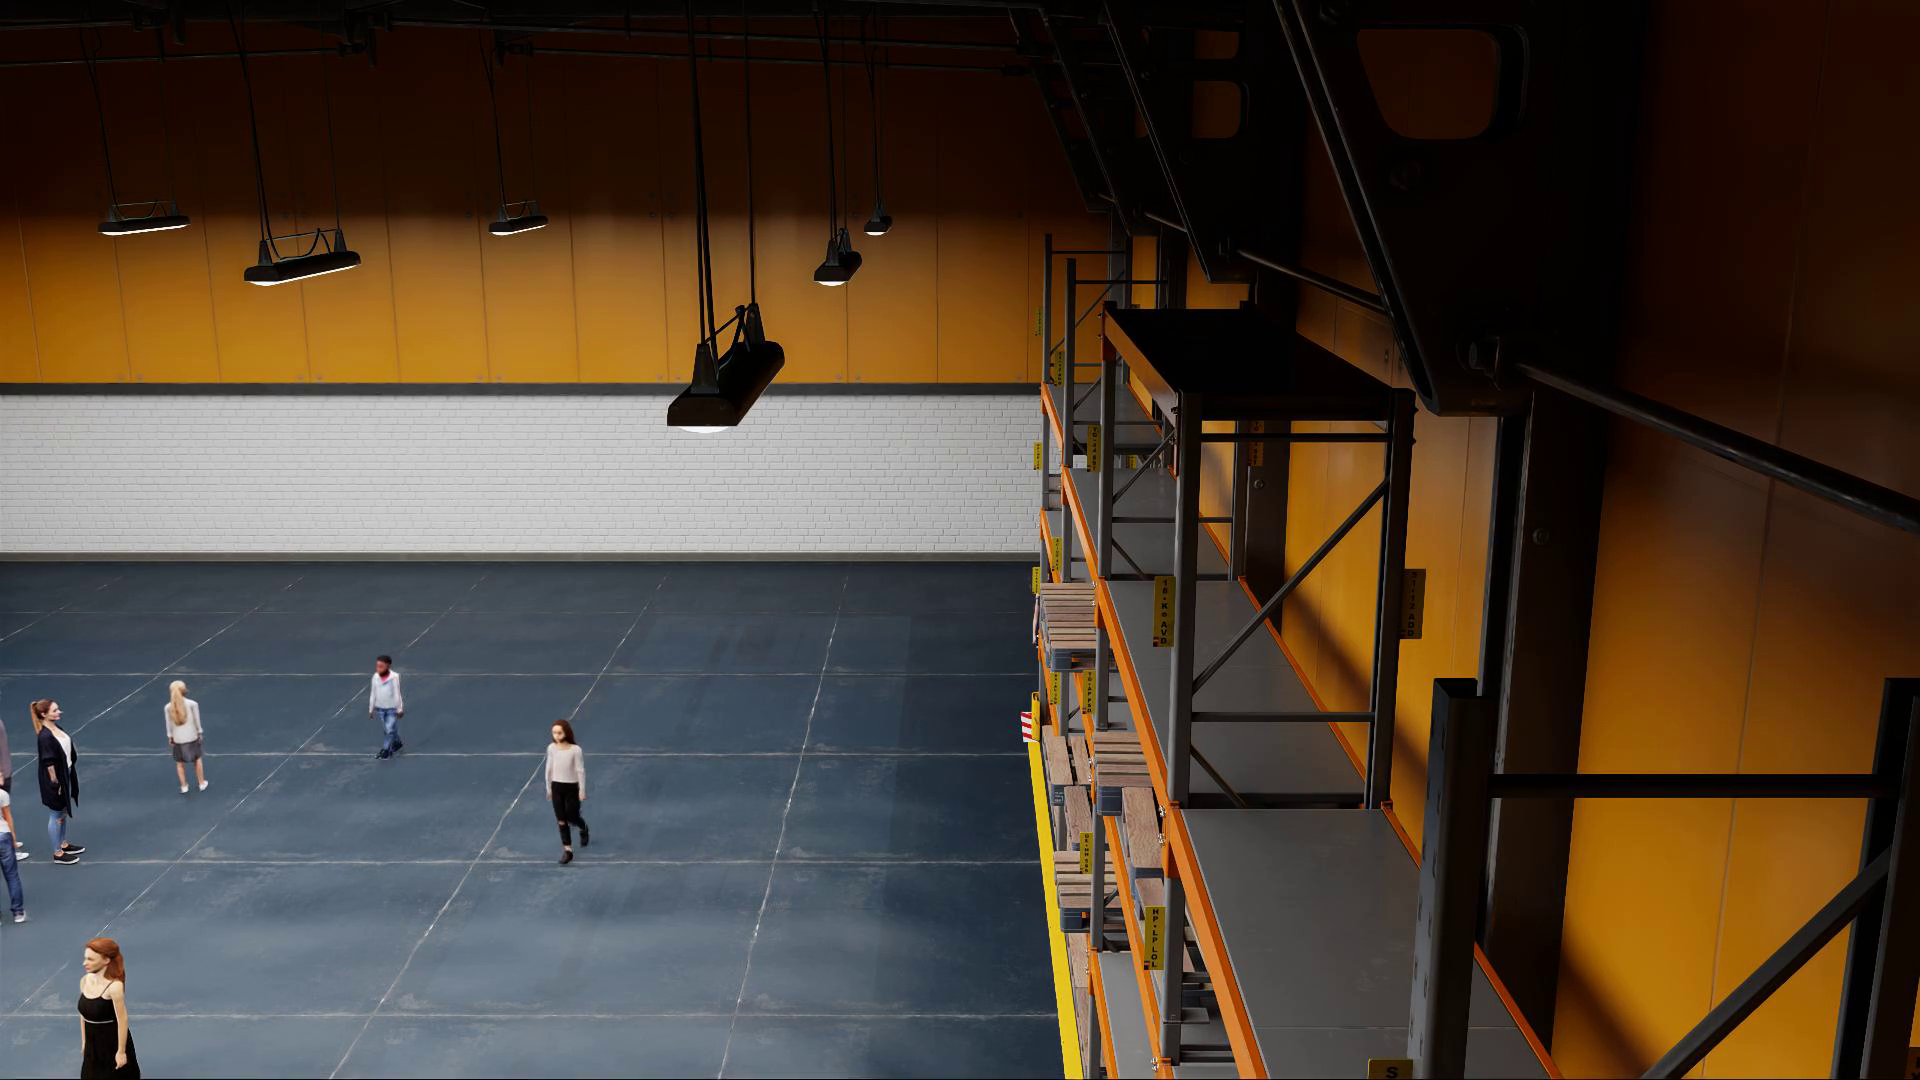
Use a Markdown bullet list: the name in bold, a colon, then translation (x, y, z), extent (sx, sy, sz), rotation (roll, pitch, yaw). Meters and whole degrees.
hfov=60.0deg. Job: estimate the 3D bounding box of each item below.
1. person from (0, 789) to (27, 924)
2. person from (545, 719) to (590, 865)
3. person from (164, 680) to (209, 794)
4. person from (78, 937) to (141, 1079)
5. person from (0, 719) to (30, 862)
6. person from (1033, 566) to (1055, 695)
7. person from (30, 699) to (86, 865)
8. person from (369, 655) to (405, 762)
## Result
- **person**: translation (-8.856, 2.767, 15.239), extent (0.608, 1.563, 0.634), rotation (-6, 15, -23)
- **person**: translation (-3.914, 2.475, 16.632), extent (0.622, 1.473, 0.790), rotation (2, 14, 10)
- **person**: translation (-8.549, 2.161, 18.351), extent (0.575, 1.275, 0.590), rotation (-4, 14, -15)
- **person**: translation (-6.017, 3.572, 11.779), extent (0.655, 1.625, 0.683), rotation (6, 15, 24)
- **person**: translation (-9.650, 2.284, 16.614), extent (0.806, 1.854, 0.692), rotation (-9, 16, -34)
- **person**: translation (1.167, 1.175, 21.431), extent (0.677, 1.742, 0.703), rotation (9, 16, 33)
- **person**: translation (-9.008, 2.383, 16.564), extent (0.735, 1.684, 0.569), rotation (-3, 14, -12)
- **person**: translation (-6.637, 1.927, 19.413), extent (0.639, 1.229, 0.890), rotation (4, 14, 15)
